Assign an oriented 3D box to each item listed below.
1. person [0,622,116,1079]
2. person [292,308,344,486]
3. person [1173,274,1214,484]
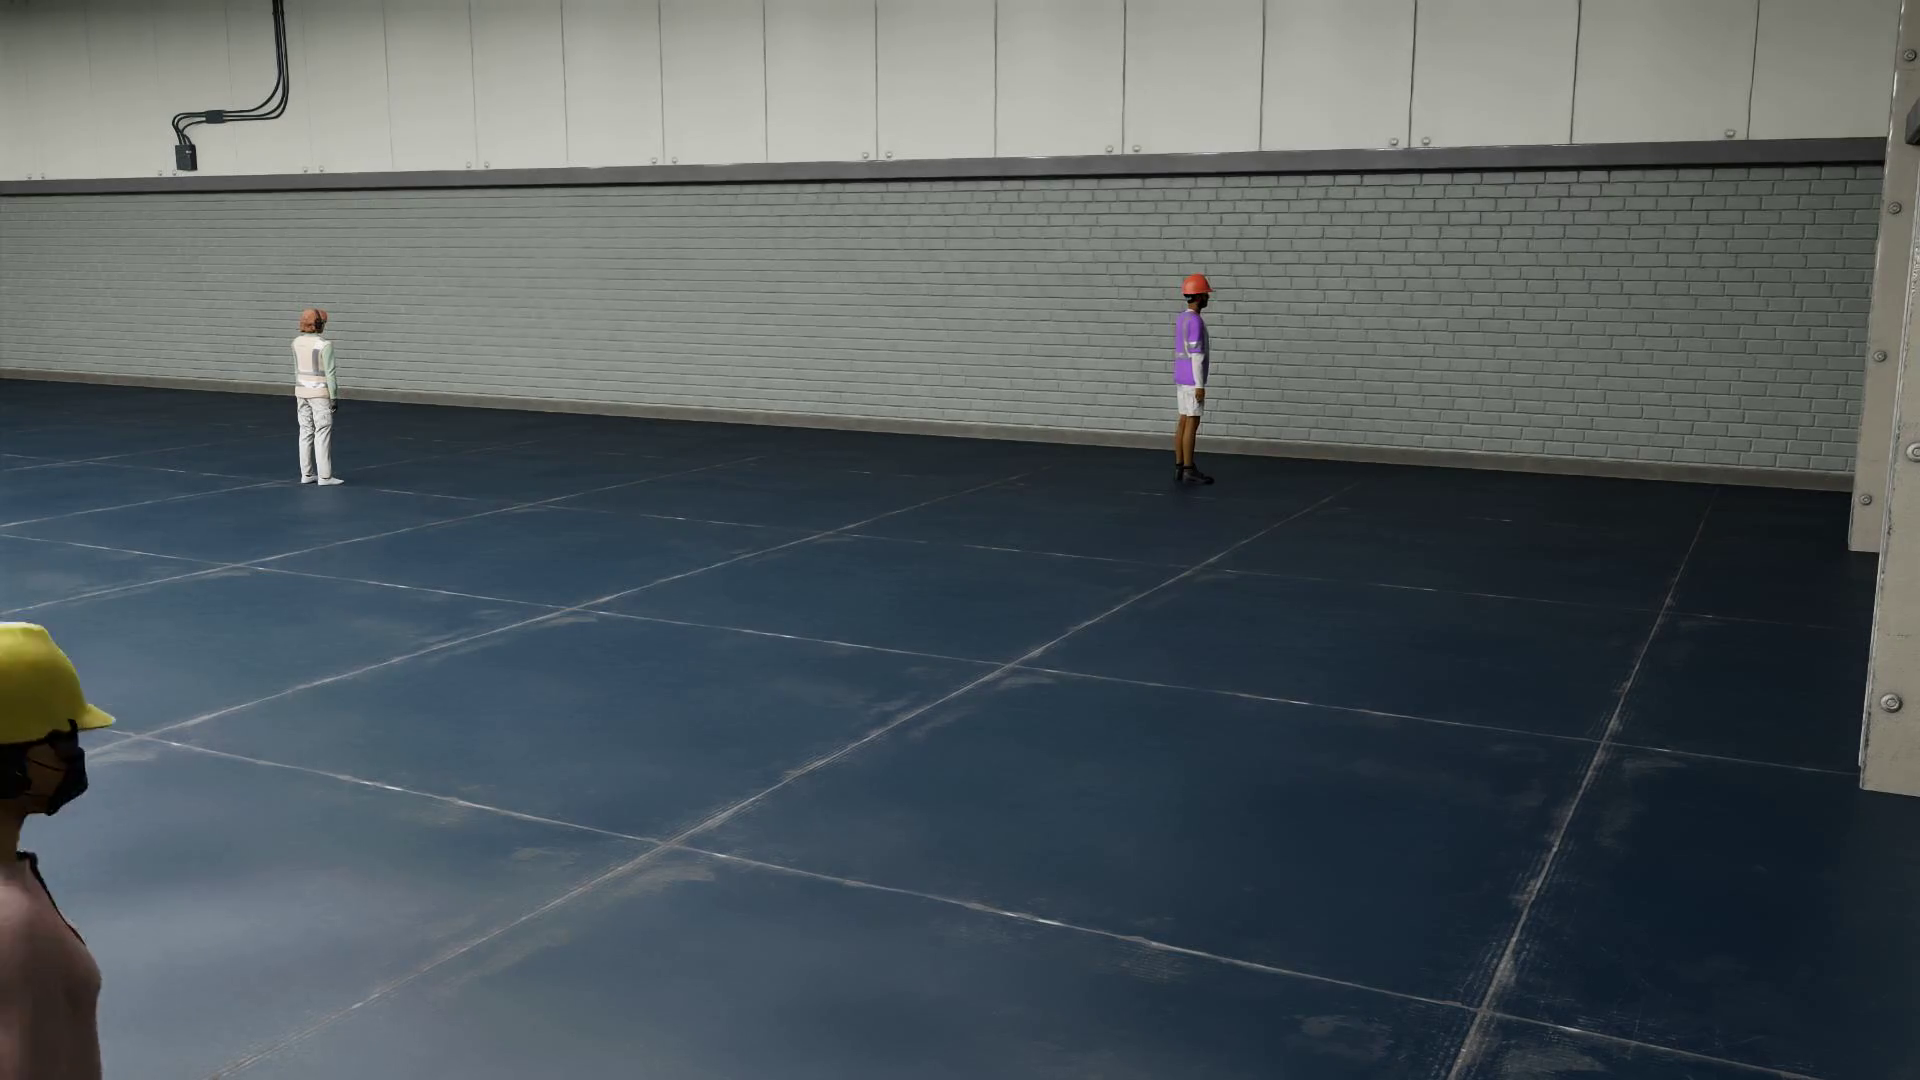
[{"bbox_3d":[-1.437,0.991,2.418,0.599,1.748,0.539,-7,13,-35],"label":"person"},{"bbox_3d":[-5.930,-1.311,15.316,0.509,1.629,0.316,5,12,27],"label":"person"},{"bbox_3d":[2.171,-1.488,15.426,0.345,1.942,0.551,-1,10,-7],"label":"person"}]
